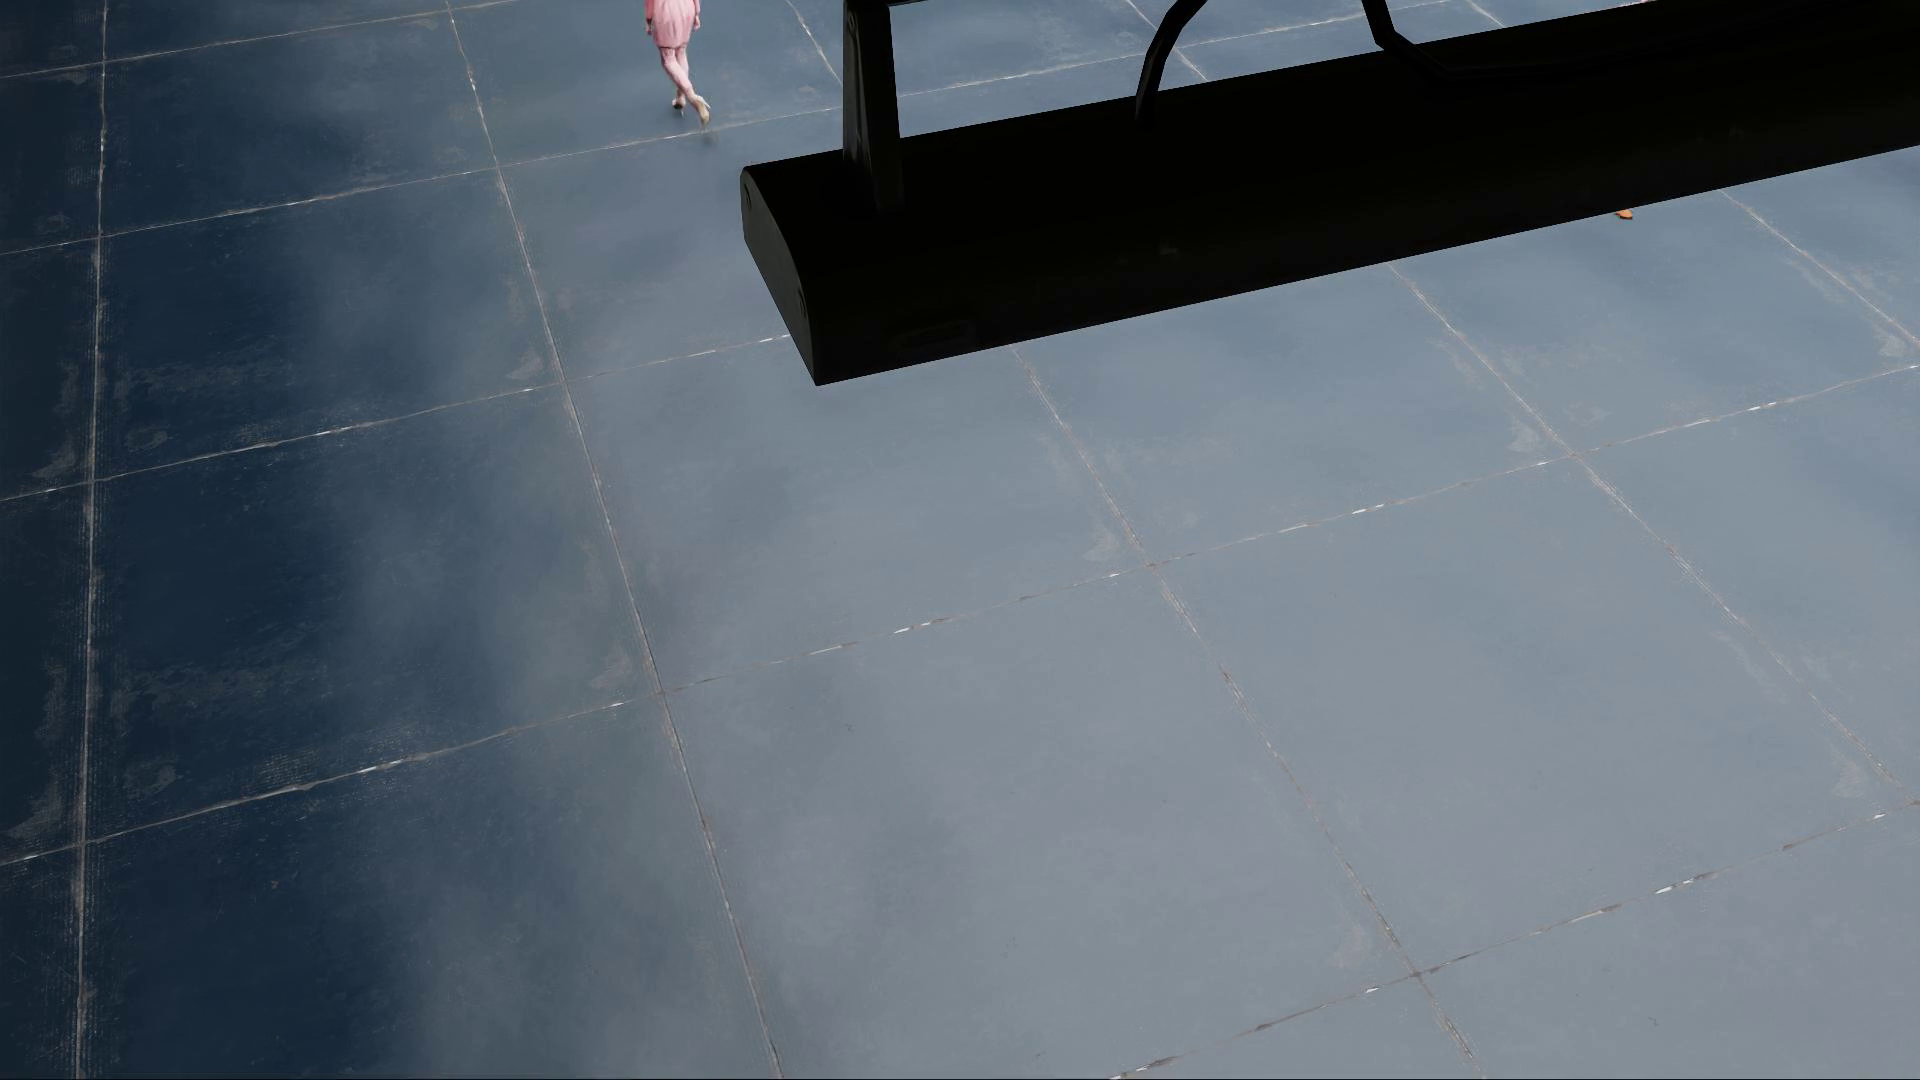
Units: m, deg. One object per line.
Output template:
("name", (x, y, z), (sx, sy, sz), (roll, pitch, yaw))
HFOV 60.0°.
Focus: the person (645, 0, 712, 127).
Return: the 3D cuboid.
("person", (-2.248, -4.124, 13.262), (0.802, 1.783, 1.076), (-26, 49, -25))
